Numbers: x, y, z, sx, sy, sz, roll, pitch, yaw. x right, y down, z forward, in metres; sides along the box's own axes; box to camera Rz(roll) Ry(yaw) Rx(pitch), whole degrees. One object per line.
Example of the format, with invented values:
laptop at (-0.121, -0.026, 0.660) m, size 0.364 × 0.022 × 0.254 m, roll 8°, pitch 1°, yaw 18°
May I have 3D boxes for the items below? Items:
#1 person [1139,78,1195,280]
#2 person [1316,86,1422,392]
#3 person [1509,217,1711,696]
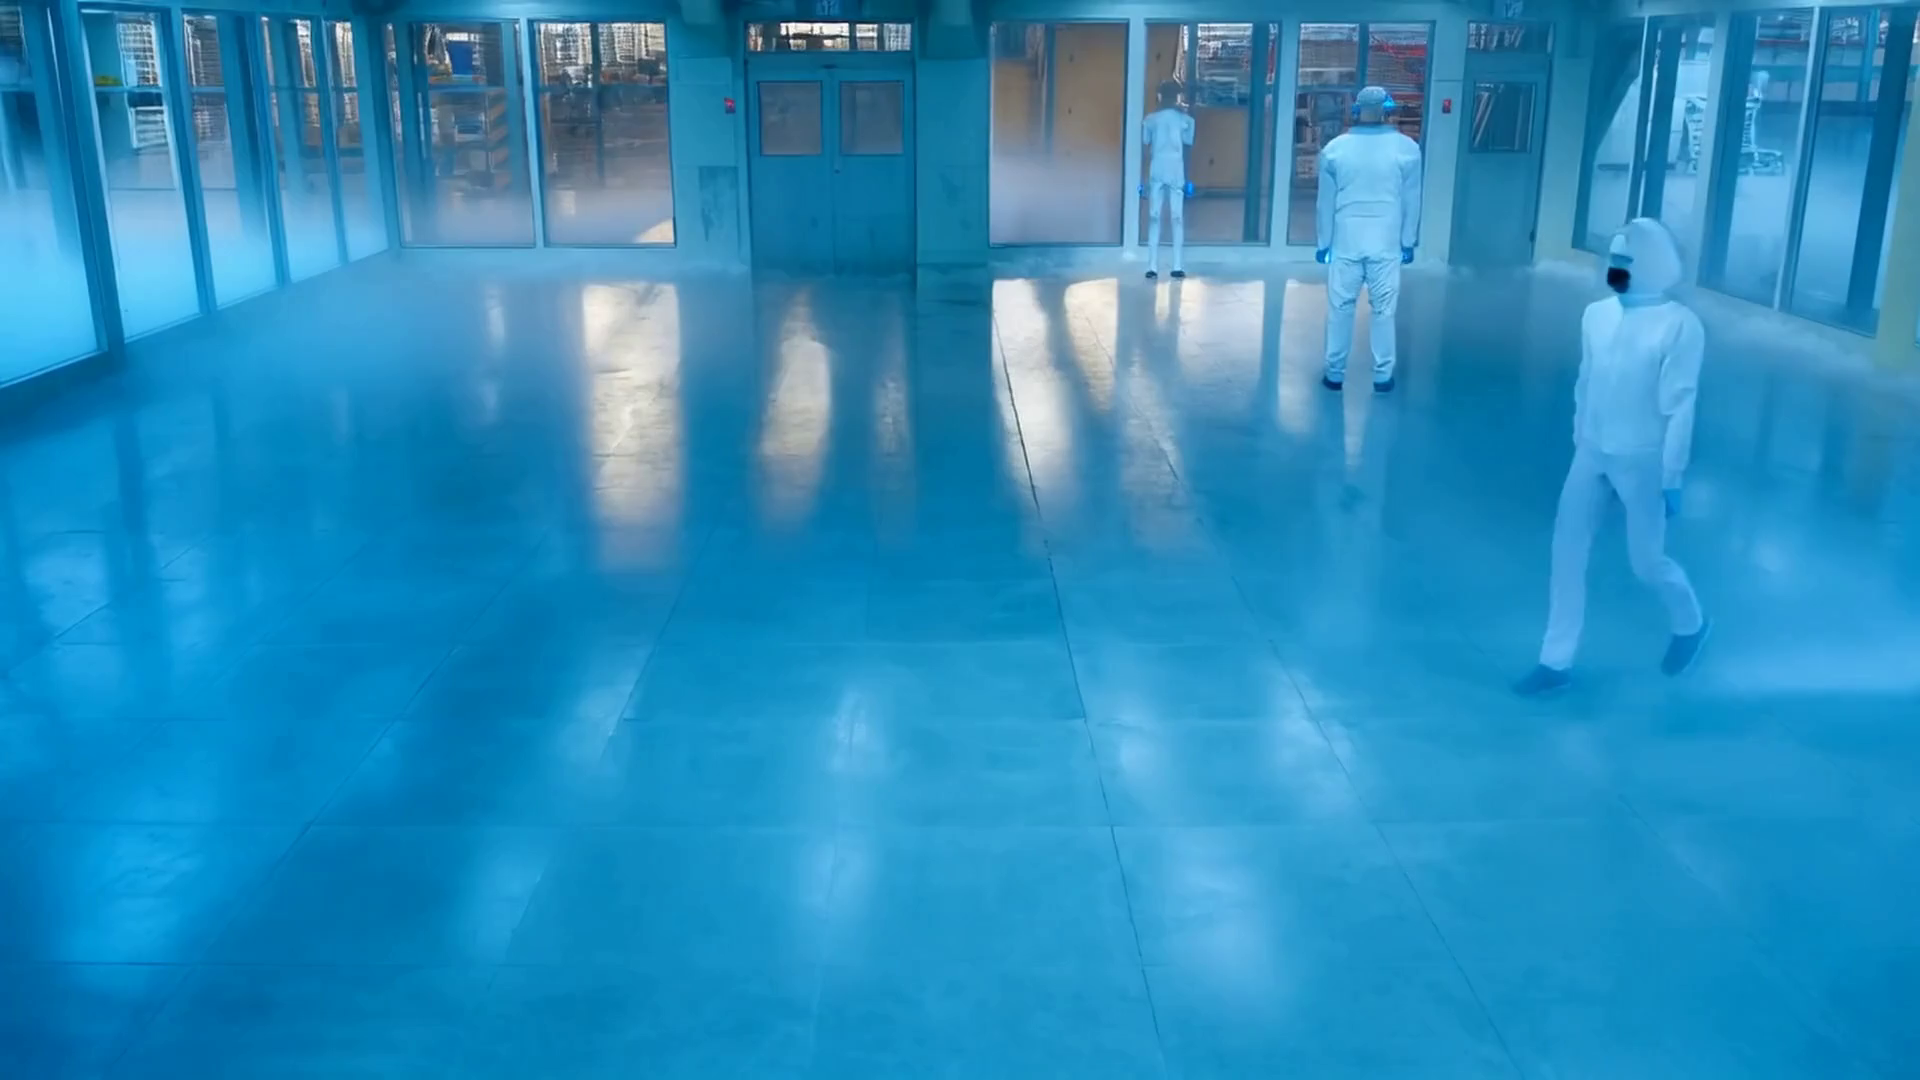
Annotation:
person at (1.964, -3.405, 15.760) m, size 0.531 × 1.870 × 0.317 m, roll 3°, pitch 17°, yaw 10°
person at (2.569, -1.890, 10.537) m, size 0.643 × 1.908 × 0.411 m, roll 3°, pitch 17°, yaw 10°
person at (2.259, -0.271, 5.551) m, size 0.770 × 1.602 × 0.507 m, roll -8°, pitch 18°, yaw -26°
